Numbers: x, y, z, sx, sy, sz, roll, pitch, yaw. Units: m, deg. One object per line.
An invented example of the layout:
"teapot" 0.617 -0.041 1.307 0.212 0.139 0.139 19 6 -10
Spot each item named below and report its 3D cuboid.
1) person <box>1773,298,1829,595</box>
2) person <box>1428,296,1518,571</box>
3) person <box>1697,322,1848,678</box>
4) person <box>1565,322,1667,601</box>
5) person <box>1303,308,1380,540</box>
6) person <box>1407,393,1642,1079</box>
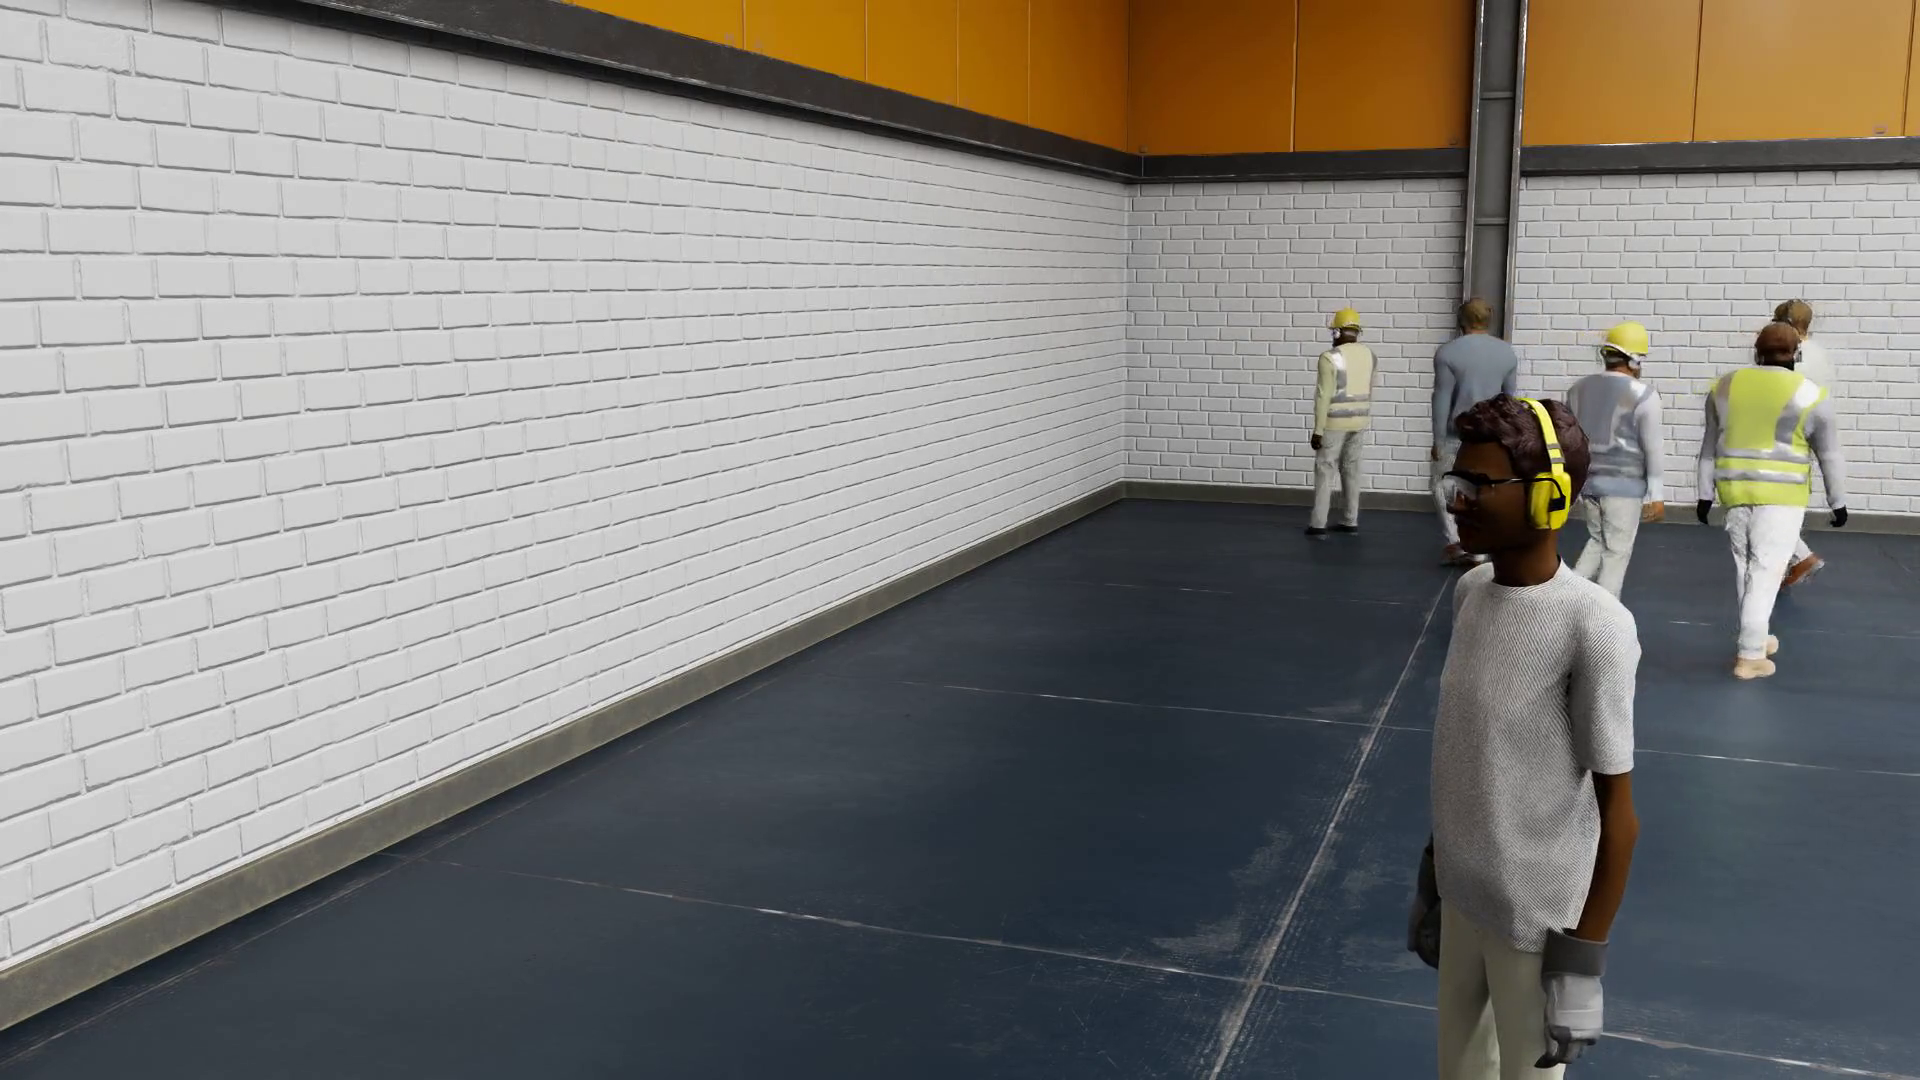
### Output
"person" 5.291 -0.576 10.641 0.650 1.923 0.493 -7 12 -38
"person" 3.547 -0.723 11.572 0.646 1.926 0.450 -2 9 -11
"person" 4.259 -0.213 8.663 0.766 1.818 0.656 -7 11 -36
"person" 3.662 -0.306 9.308 0.415 1.816 0.599 -4 10 -25
"person" 2.997 -0.900 13.130 0.608 1.812 0.450 -5 10 -29
"person" 0.957 0.675 2.956 0.316 1.870 0.531 -2 9 -15
